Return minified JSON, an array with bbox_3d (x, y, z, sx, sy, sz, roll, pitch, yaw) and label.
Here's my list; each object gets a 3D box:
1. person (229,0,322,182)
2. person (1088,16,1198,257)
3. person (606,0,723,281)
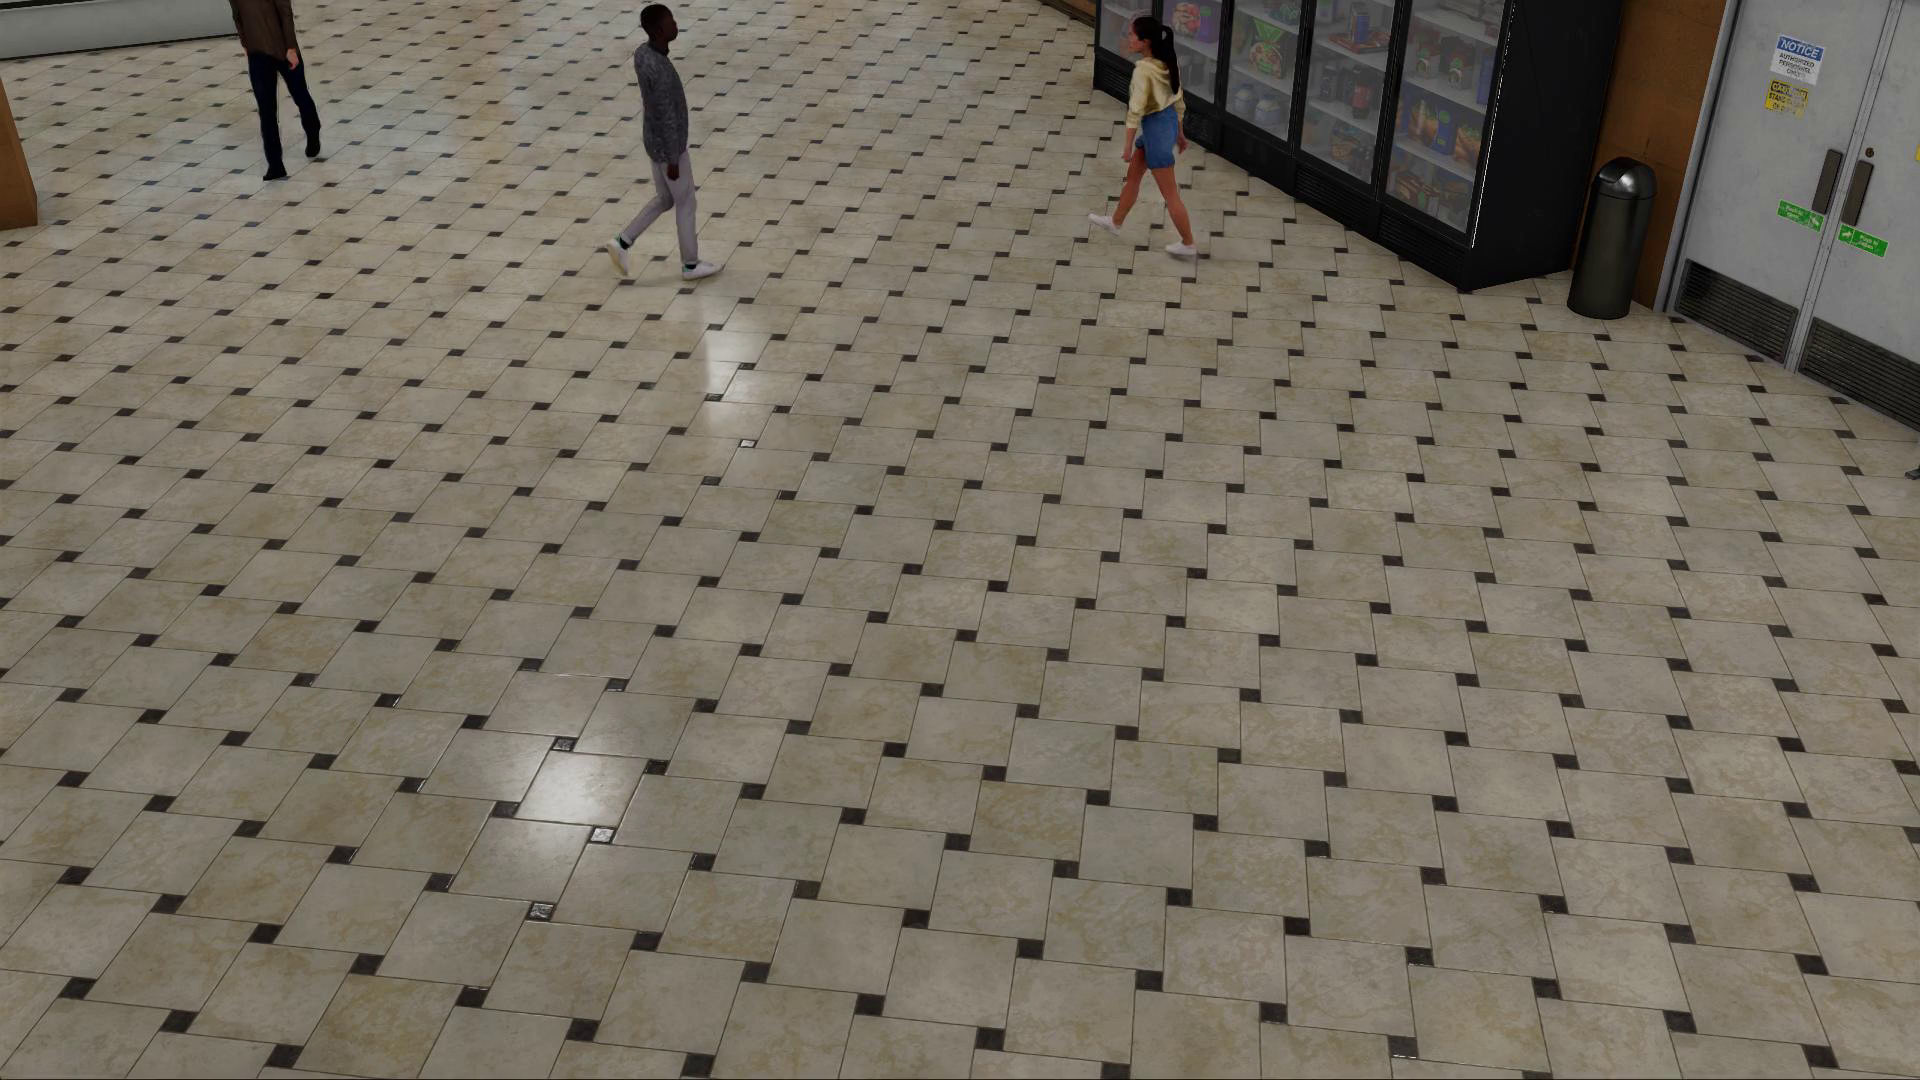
[{"bbox_3d":[-5.186,-3.739,12.654,1.195,1.848,1.013,-1,32,-2],"label":"person"},{"bbox_3d":[1.400,-2.669,11.188,1.090,1.580,1.138,22,38,31],"label":"person"},{"bbox_3d":[-1.981,-2.515,10.711,0.959,1.823,0.697,-14,34,-21],"label":"person"}]
